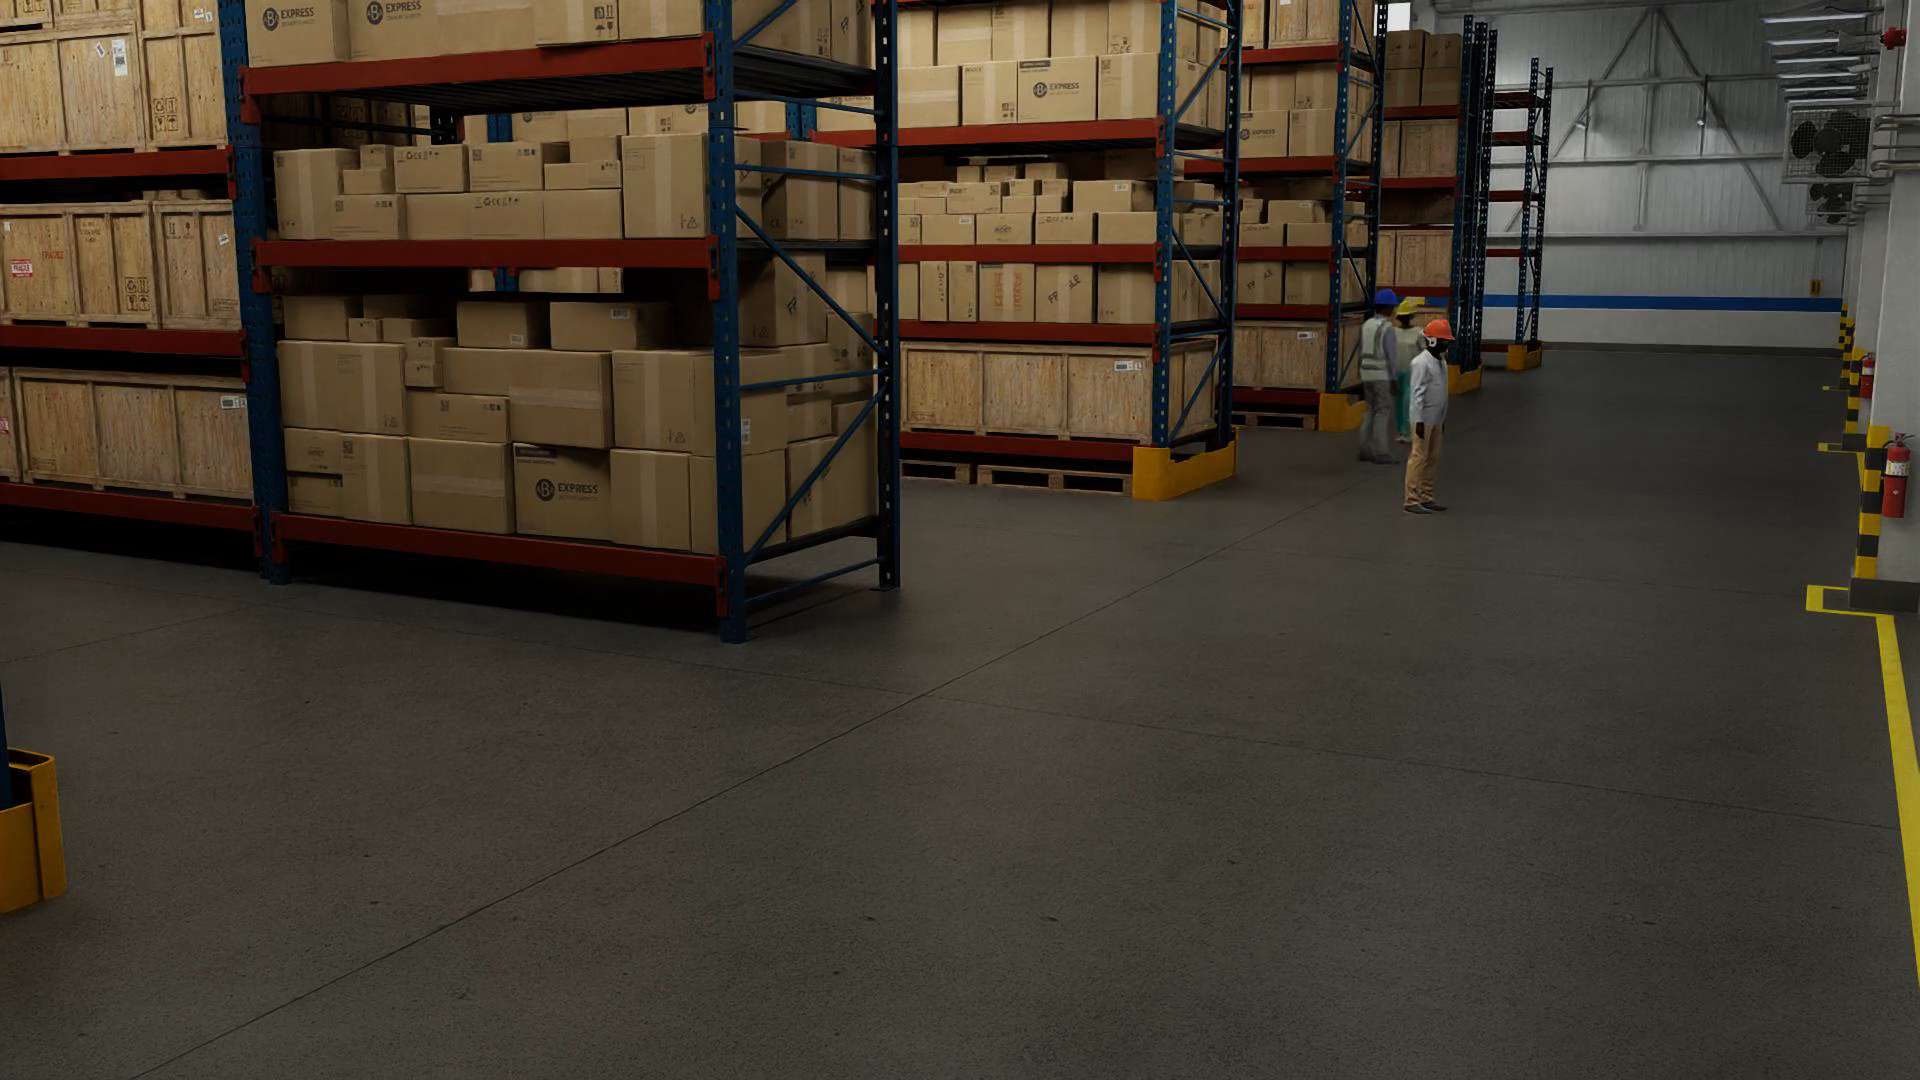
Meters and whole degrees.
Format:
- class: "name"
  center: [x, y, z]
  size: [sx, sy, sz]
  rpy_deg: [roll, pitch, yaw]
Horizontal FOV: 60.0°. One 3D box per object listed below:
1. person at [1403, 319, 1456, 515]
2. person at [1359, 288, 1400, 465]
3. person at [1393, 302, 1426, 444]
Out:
- class: "person"
  center: [4.234, -1.102, 14.919]
  size: [0.349, 1.743, 0.571]
  rpy_deg: [9, 13, 41]
- class: "person"
  center: [4.646, -1.804, 18.398]
  size: [0.401, 1.945, 0.610]
  rpy_deg: [-3, 10, -15]
- class: "person"
  center: [5.390, -2.032, 20.324]
  size: [0.542, 1.722, 0.862]
  rpy_deg: [4, 11, 24]
